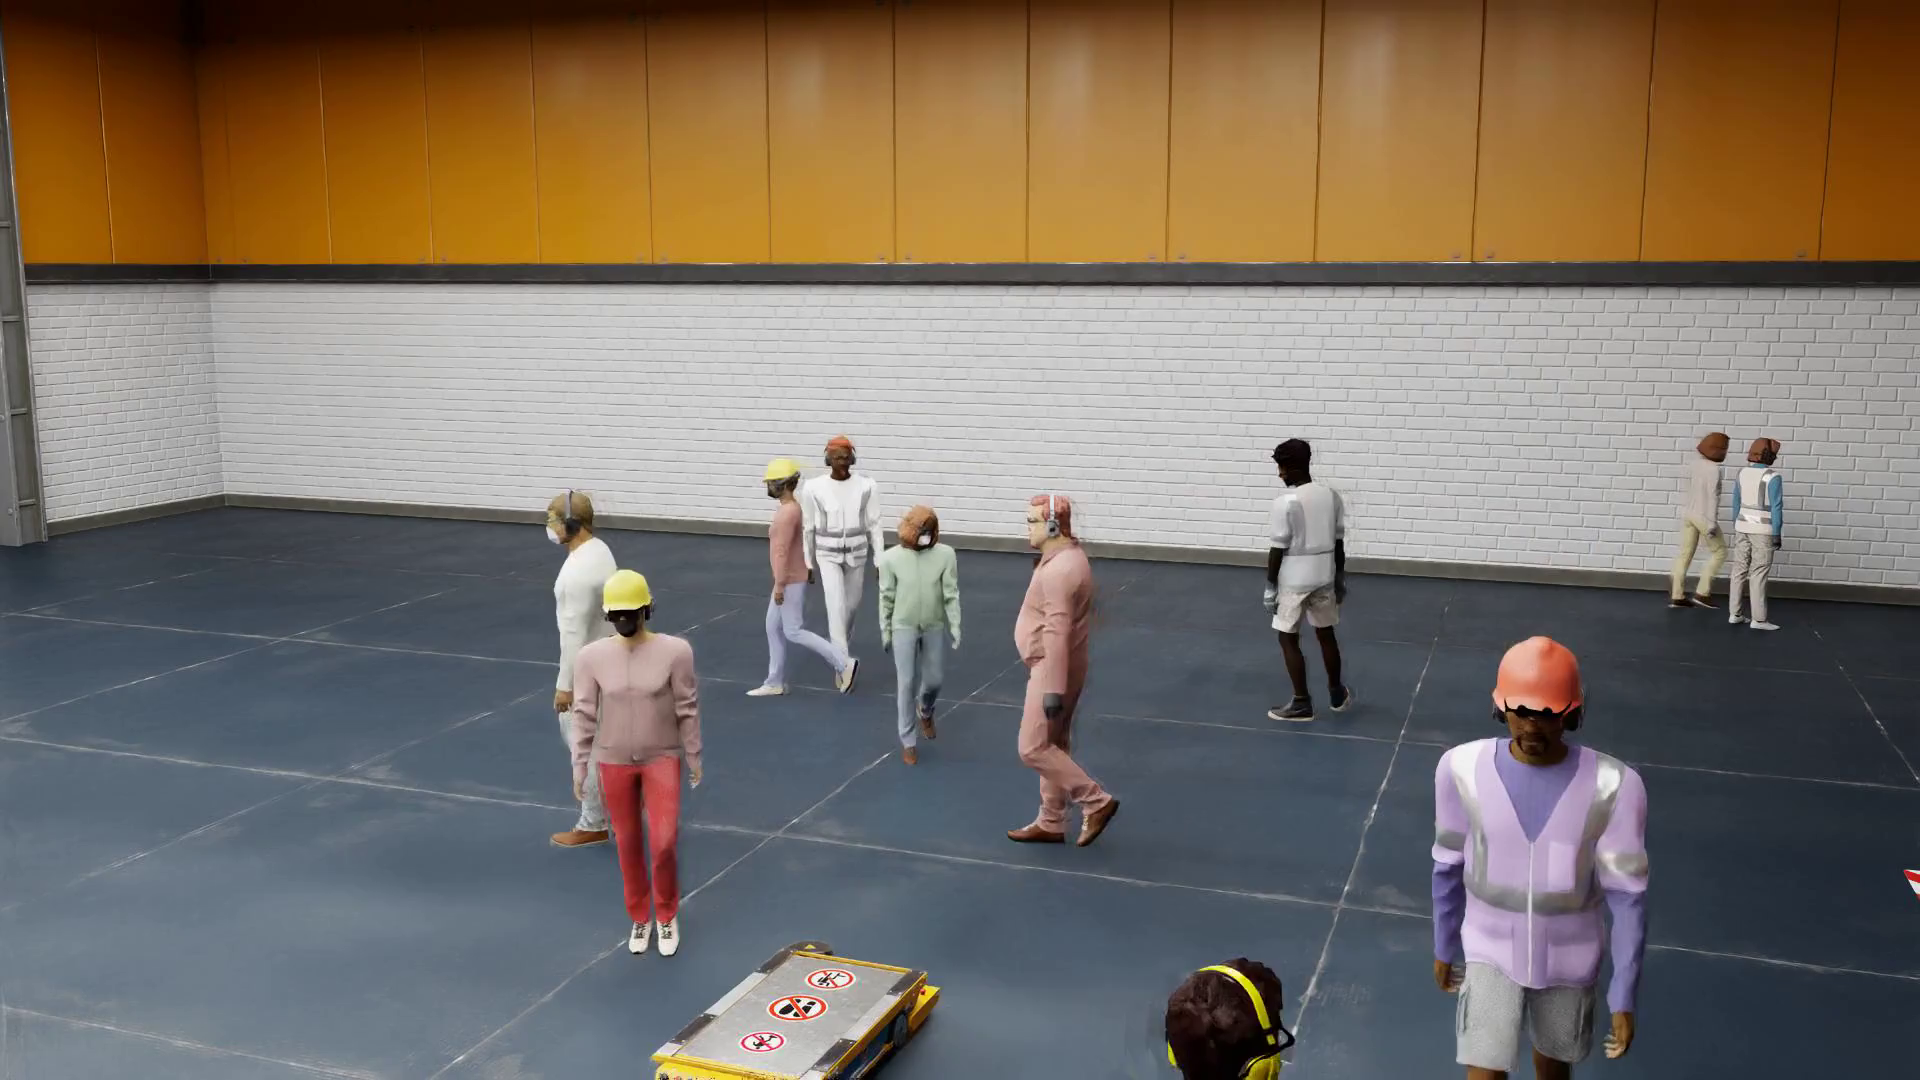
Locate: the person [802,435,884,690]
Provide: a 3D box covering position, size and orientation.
[{"bbox_3d":[-0.887,0.122,12.474,0.591,1.852,0.965,-2,9,-14],"label":"person"}]

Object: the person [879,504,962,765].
[{"bbox_3d":[-0.267,0.557,10.431,0.515,1.620,0.520,-2,9,-13],"label":"person"}]

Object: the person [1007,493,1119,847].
[{"bbox_3d":[0.524,0.696,8.699,0.488,1.892,0.672,1,9,7],"label":"person"}]

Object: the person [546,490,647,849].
[{"bbox_3d":[-1.887,0.684,8.719,0.524,1.919,0.634,-1,9,-7],"label":"person"}]

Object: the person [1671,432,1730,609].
[{"bbox_3d":[6.676,-0.165,14.914,0.512,1.606,0.587,-1,9,-5],"label":"person"}]

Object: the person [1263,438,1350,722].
[{"bbox_3d":[2.409,0.262,11.294,0.837,1.931,0.379,-5,10,-29],"label":"person"}]

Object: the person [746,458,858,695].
[{"bbox_3d":[-1.135,0.283,11.808,0.742,1.739,0.529,0,9,-3],"label":"person"}]

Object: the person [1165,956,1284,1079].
[{"bbox_3d":[0.414,1.649,3.061,0.969,1.826,0.562,-9,13,-44],"label":"person"}]

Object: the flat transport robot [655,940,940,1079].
[{"bbox_3d":[-0.642,1.894,6.290,0.652,0.197,1.431,4,10,21],"label":"flat transport robot"}]

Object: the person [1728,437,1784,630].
[{"bbox_3d":[6.778,-0.054,14.150,0.311,1.639,0.512,-3,10,-17],"label":"person"}]

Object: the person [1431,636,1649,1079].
[{"bbox_3d":[1.702,1.261,4.964,0.614,1.982,1.061,4,10,22],"label":"person"}]

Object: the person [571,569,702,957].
[{"bbox_3d":[-1.426,0.986,7.321,0.552,1.746,0.485,0,9,-2],"label":"person"}]
